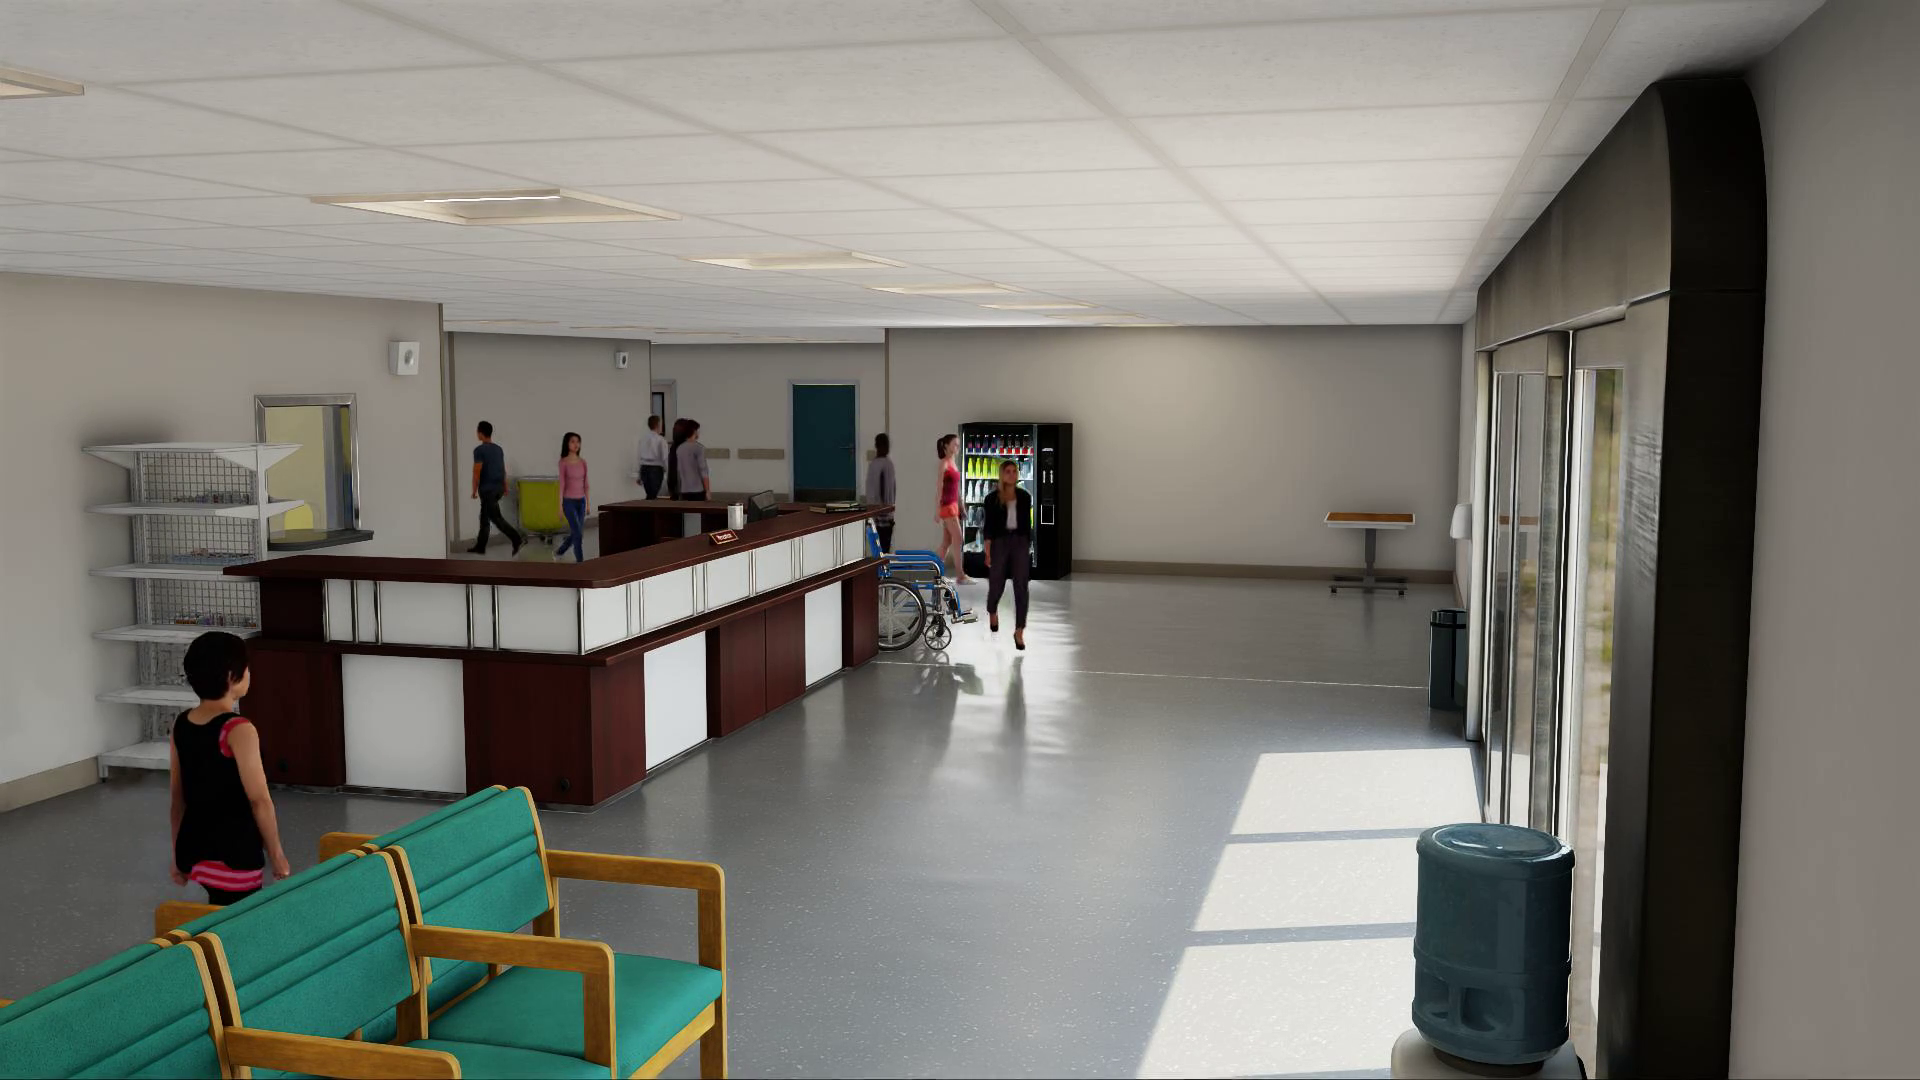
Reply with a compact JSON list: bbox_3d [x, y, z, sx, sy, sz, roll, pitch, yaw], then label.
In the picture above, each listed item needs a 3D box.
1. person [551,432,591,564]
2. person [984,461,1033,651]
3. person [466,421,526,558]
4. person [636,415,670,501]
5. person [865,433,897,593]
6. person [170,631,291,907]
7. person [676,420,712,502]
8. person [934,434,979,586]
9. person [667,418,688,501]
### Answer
[{"bbox_3d":[-4.642,-0.409,19.785,1.122,1.720,0.869,5,7,40],"label":"person"},{"bbox_3d":[0.403,0.137,14.752,1.052,1.640,0.956,-1,6,-11],"label":"person"},{"bbox_3d":[-6.031,-0.620,21.686,1.223,1.760,0.739,2,6,21],"label":"person"},{"bbox_3d":[-4.630,-0.938,24.782,1.098,1.772,0.834,2,6,22],"label":"person"},{"bbox_3d":[-0.904,-0.299,18.552,0.890,1.748,0.830,-2,6,-21],"label":"person"},{"bbox_3d":[-2.602,1.095,5.728,0.587,1.541,0.671,4,7,34],"label":"person"},{"bbox_3d":[-3.457,-0.605,21.205,1.056,1.826,1.027,5,8,43],"label":"person"},{"bbox_3d":[-0.207,-0.340,19.055,0.815,1.729,0.587,2,6,18],"label":"person"},{"bbox_3d":[-3.746,-0.762,22.879,1.172,1.802,1.120,-4,7,-32],"label":"person"}]
